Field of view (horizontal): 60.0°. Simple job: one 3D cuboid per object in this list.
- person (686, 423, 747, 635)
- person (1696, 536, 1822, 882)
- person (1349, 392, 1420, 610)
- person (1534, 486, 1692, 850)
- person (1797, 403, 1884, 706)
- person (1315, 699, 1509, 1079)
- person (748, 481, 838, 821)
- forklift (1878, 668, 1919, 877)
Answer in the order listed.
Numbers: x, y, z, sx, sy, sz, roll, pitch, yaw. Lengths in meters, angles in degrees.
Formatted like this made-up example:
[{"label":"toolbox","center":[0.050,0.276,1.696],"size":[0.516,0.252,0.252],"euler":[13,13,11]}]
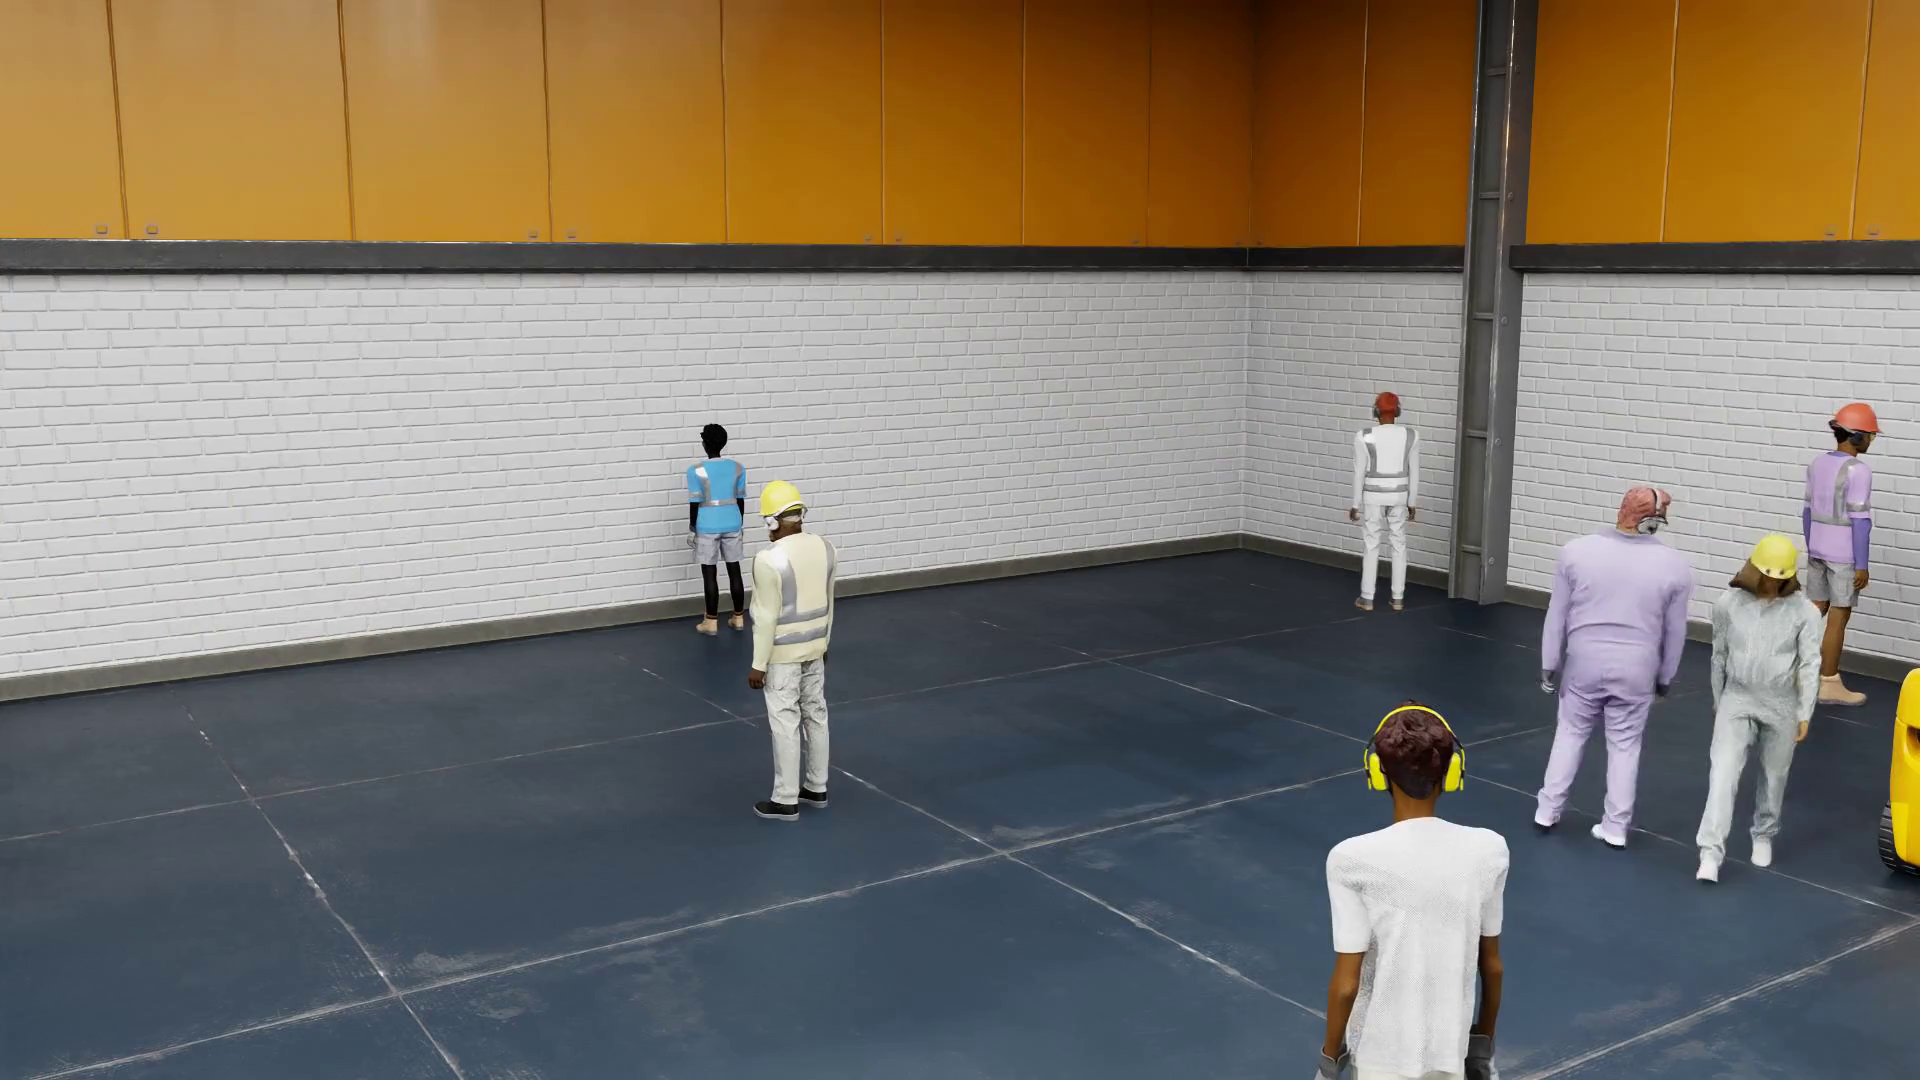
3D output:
[{"label":"person","center":[-1.953,-0.087,13.363],"size":[0.537,1.696,0.321],"euler":[-7,12,-36]},{"label":"person","center":[3.838,0.811,7.982],"size":[0.490,1.686,0.865],"euler":[5,11,28]},{"label":"person","center":[3.640,-0.332,14.282],"size":[0.608,1.882,0.369],"euler":[0,9,-2]},{"label":"person","center":[3.318,0.639,8.476],"size":[0.692,1.877,0.547],"euler":[4,10,21]},{"label":"person","center":[5.972,0.090,11.265],"size":[0.396,2.038,0.615],"euler":[-1,9,-5]},{"label":"person","center":[1.146,1.337,4.286],"size":[0.526,1.864,0.315],"euler":[-2,10,-13]},{"label":"person","center":[-0.917,0.589,8.919],"size":[0.403,1.822,0.588],"euler":[7,12,36]},{"label":"forklift","center":[5.511,0.571,7.906],"size":[2.313,2.155,1.214],"euler":[-6,11,-33]}]
